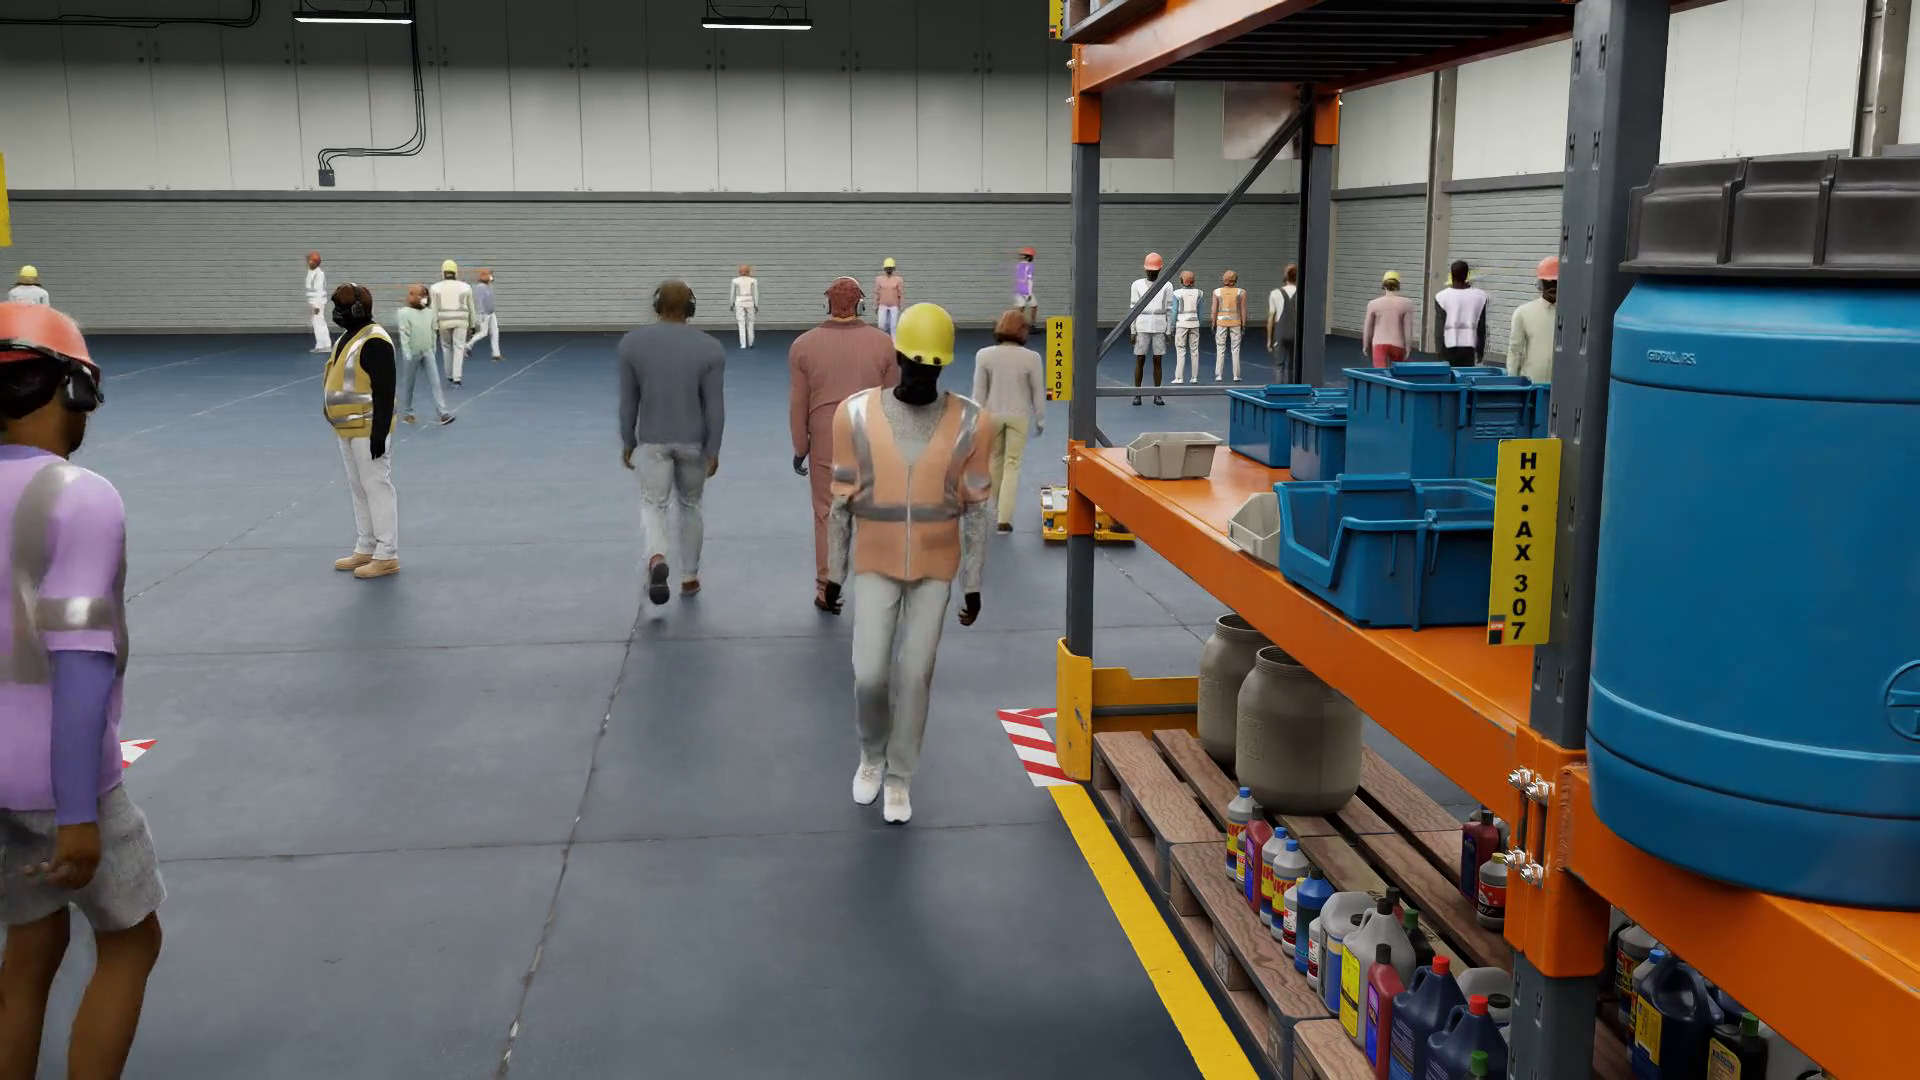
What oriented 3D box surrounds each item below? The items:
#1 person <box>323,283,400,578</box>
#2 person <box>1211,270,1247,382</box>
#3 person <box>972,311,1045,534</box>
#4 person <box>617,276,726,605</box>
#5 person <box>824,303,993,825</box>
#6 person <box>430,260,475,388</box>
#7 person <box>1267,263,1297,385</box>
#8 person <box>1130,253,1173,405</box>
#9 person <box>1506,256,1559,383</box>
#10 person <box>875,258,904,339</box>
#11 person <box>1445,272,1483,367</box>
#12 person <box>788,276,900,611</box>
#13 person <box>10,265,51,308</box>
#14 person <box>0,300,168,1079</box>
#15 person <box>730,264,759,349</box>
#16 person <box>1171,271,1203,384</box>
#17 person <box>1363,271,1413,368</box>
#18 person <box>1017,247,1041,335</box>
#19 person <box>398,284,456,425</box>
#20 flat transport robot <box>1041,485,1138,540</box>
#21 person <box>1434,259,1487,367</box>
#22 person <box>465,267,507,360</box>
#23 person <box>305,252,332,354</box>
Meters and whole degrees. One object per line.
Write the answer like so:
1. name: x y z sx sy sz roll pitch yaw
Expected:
1. person: -3.781 -0.691 10.504 0.429 1.842 0.635 -8 13 -38
2. person: 3.969 -3.154 24.563 0.525 1.639 0.307 2 11 10
3. person: 0.376 -0.875 12.190 0.514 1.587 0.832 3 11 16
4. person: -1.662 -0.564 9.625 0.631 1.910 0.775 -1 10 -6
5. person: -0.183 0.098 6.002 0.614 1.897 0.432 -1 10 -4
6. person: -7.234 -3.090 23.793 0.590 1.783 0.925 -2 10 -9
7. person: 3.975 -2.435 20.123 0.517 1.825 0.720 3 11 14
8. person: 2.428 -2.665 21.095 0.542 1.927 0.374 0 10 0
9. person: 4.595 -1.212 12.989 0.661 1.971 0.717 3 11 17
10. person: -1.280 -4.199 29.958 0.546 1.751 0.450 1 10 6
11. person: 5.974 -2.331 19.717 0.602 1.770 0.982 -4 11 -21
12. person: -0.648 -0.543 9.515 0.643 1.910 0.400 0 10 -2
13. person: -13.100 -3.009 23.531 0.503 1.724 0.533 -3 11 -15
14. person: -1.980 0.488 3.616 0.641 1.995 0.557 5 12 26
15. person: -4.144 -4.471 31.899 0.538 1.599 0.775 -2 11 -13
16. person: 3.290 -3.076 24.132 0.514 1.641 0.309 -3 11 -18
17. person: 4.961 -2.244 19.321 0.547 1.720 0.809 2 11 12
18. person: 1.498 -5.396 36.135 0.737 1.905 0.543 -9 13 -40
19. person: -6.084 -2.083 18.822 0.814 1.592 0.508 10 14 42
20. flat transport robot: 0.927 -0.209 12.170 0.652 0.197 1.431 0 10 2
21. person: 5.453 -2.104 18.111 0.601 1.890 0.782 0 10 -2
22. person: -8.211 -3.897 28.699 0.675 1.615 0.506 3 11 15
23. person: -11.789 -4.338 30.505 0.352 1.853 0.667 -7 13 -34
